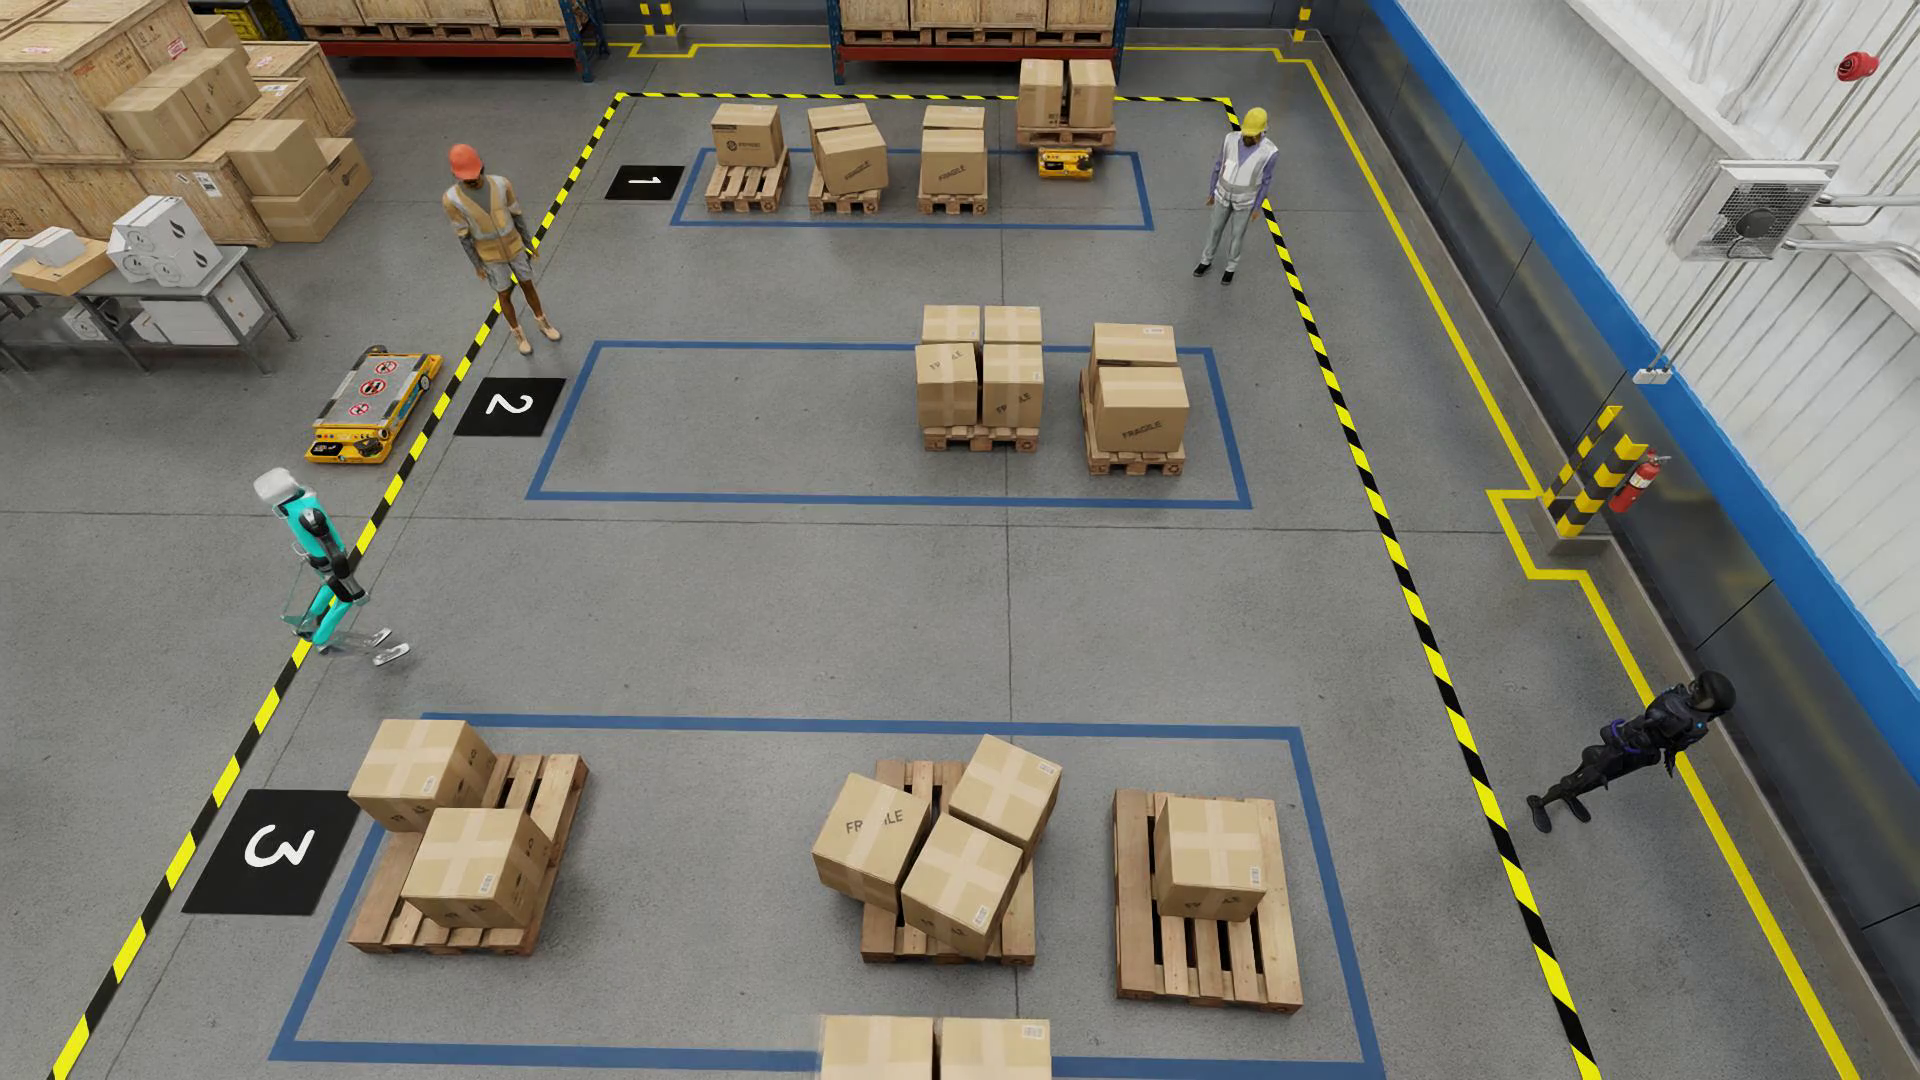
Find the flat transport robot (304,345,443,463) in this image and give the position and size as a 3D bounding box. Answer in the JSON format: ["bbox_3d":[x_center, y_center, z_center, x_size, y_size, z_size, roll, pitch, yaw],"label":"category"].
[{"bbox_3d":[-5.383,-1.269,8.441,0.659,0.231,1.431,1,50,1],"label":"flat transport robot"}]

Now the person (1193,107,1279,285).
[{"bbox_3d":[2.786,-3.466,9.277,0.586,1.829,0.404,25,54,20],"label":"person"}]

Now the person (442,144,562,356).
[{"bbox_3d":[-4.217,-2.656,8.458,0.604,2.037,0.390,-34,58,-25],"label":"person"}]

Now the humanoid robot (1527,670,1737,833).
[{"bbox_3d":[3.949,1.252,5.377,0.599,1.653,0.315,-8,50,-7],"label":"humanoid robot"}]

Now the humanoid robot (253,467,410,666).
[{"bbox_3d":[-4.299,0.303,6.060,0.533,1.677,0.735,34,58,25],"label":"humanoid robot"}]

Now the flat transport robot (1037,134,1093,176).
[{"bbox_3d":[1.309,-5.067,11.636,0.652,0.197,1.431,1,50,1],"label":"flat transport robot"}]
